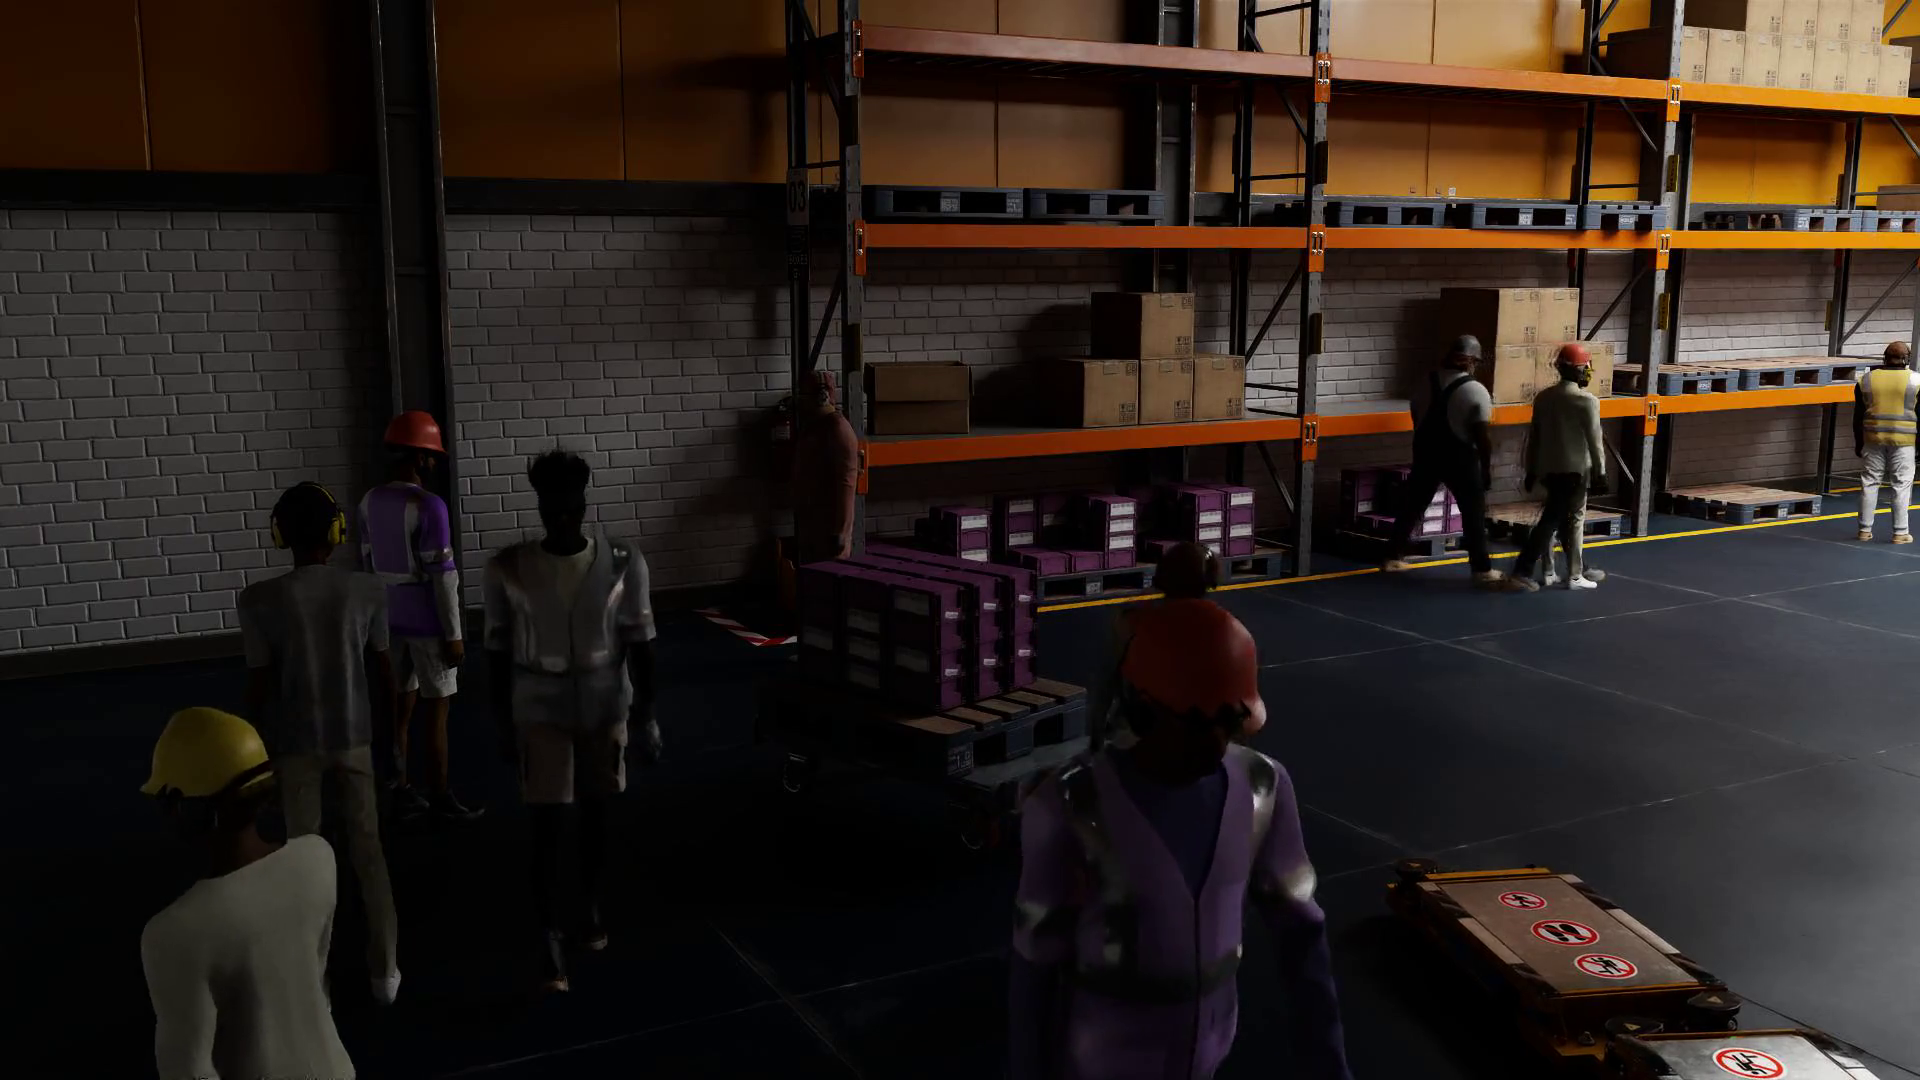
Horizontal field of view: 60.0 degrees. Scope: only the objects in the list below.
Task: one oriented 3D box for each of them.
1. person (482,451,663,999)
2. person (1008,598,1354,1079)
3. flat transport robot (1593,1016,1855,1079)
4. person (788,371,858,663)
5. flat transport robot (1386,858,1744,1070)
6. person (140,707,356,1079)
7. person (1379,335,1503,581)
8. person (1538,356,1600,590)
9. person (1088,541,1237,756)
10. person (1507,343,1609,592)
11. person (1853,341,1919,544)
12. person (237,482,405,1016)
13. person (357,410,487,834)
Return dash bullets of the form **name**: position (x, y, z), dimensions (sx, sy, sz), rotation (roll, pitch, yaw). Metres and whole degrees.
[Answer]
- **person**: position (-1.380, 0.653, 5.994), dimensions (0.610, 1.926, 0.935), rotation (-3, 10, -18)
- **person**: position (0.455, 1.078, 3.406), dimensions (0.645, 1.969, 1.059), rotation (-5, 11, -28)
- **flat transport robot**: position (2.394, 1.721, 4.628), dimensions (0.652, 0.197, 1.431), rotation (-1, 10, -4)
- **person**: position (-0.872, -0.107, 10.444), dimensions (0.399, 1.909, 0.642), rotation (-4, 11, -24)
- **flat transport robot**: position (2.134, 1.479, 6.021), dimensions (0.652, 0.197, 1.431), rotation (-1, 10, -8)
- **person**: position (-1.539, 1.187, 3.514), dimensions (0.836, 1.727, 0.530), rotation (4, 11, 24)
- **person**: position (3.969, -0.698, 13.462), dimensions (0.594, 2.000, 0.873), rotation (-9, 13, -42)
- **person**: position (4.799, -0.543, 13.074), dimensions (0.313, 1.866, 0.539), rotation (-7, 12, -36)
- **person**: position (0.759, 0.790, 6.171), dimensions (0.539, 1.593, 0.743), rotation (-1, 10, -6)
- **person**: position (4.696, -0.561, 13.005), dimensions (1.049, 1.951, 0.635), rotation (-4, 11, -22)
- **person**: position (8.451, -0.883, 15.112), dimensions (0.625, 1.841, 0.429), rotation (9, 13, 41)
- **person**: position (-2.203, 0.730, 5.756), dimensions (0.534, 1.863, 0.315), rotation (-6, 12, -32)
- **person**: position (-2.465, 0.375, 7.603), dimensions (0.543, 1.932, 0.365), rotation (6, 11, 31)
